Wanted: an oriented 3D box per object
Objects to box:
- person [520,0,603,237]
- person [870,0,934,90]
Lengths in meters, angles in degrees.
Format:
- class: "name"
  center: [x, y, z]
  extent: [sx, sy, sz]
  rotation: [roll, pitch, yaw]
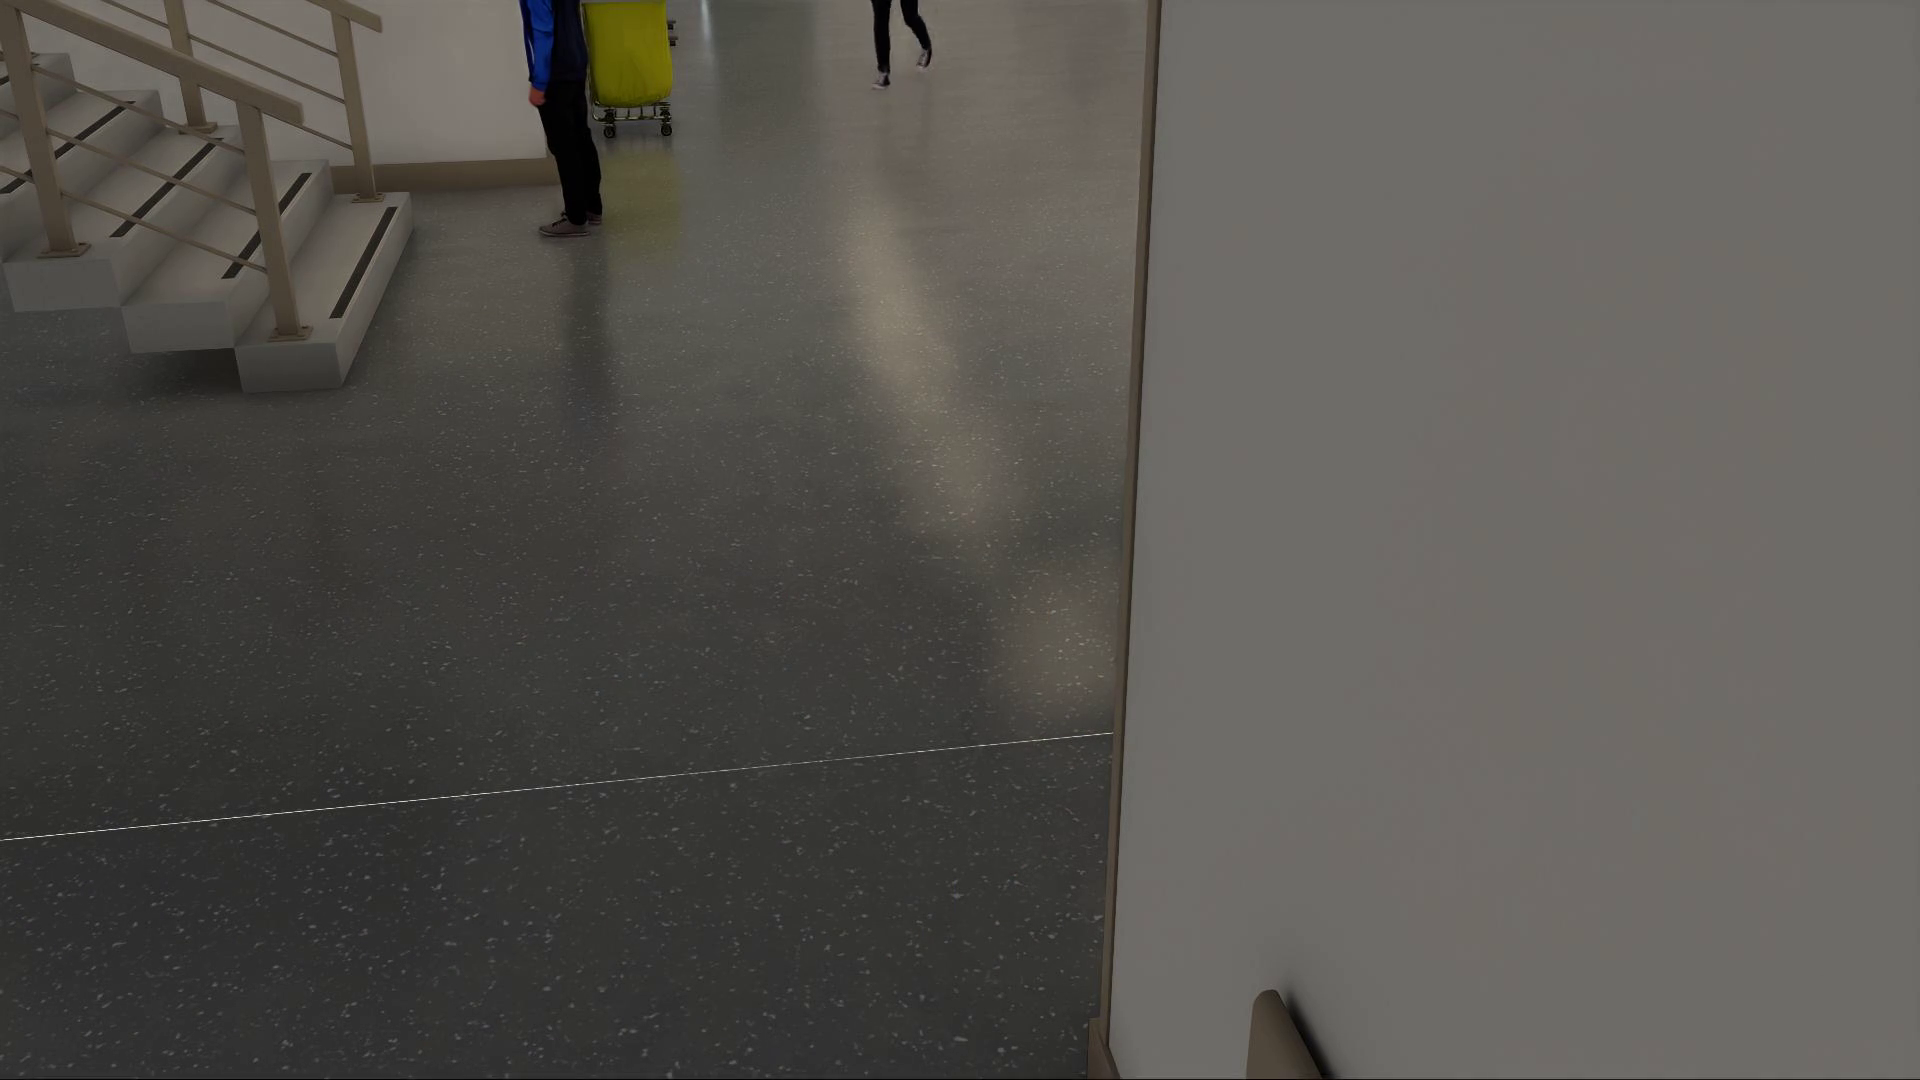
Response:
- class: "person"
  center: [-2.145, -2.530, 8.916]
  extent: [0.687, 1.756, 0.712]
  rotation: [6, 26, 12]
- class: "person"
  center: [-0.446, -4.373, 12.760]
  extent: [1.166, 1.736, 1.101]
  rotation: [11, 28, 21]
